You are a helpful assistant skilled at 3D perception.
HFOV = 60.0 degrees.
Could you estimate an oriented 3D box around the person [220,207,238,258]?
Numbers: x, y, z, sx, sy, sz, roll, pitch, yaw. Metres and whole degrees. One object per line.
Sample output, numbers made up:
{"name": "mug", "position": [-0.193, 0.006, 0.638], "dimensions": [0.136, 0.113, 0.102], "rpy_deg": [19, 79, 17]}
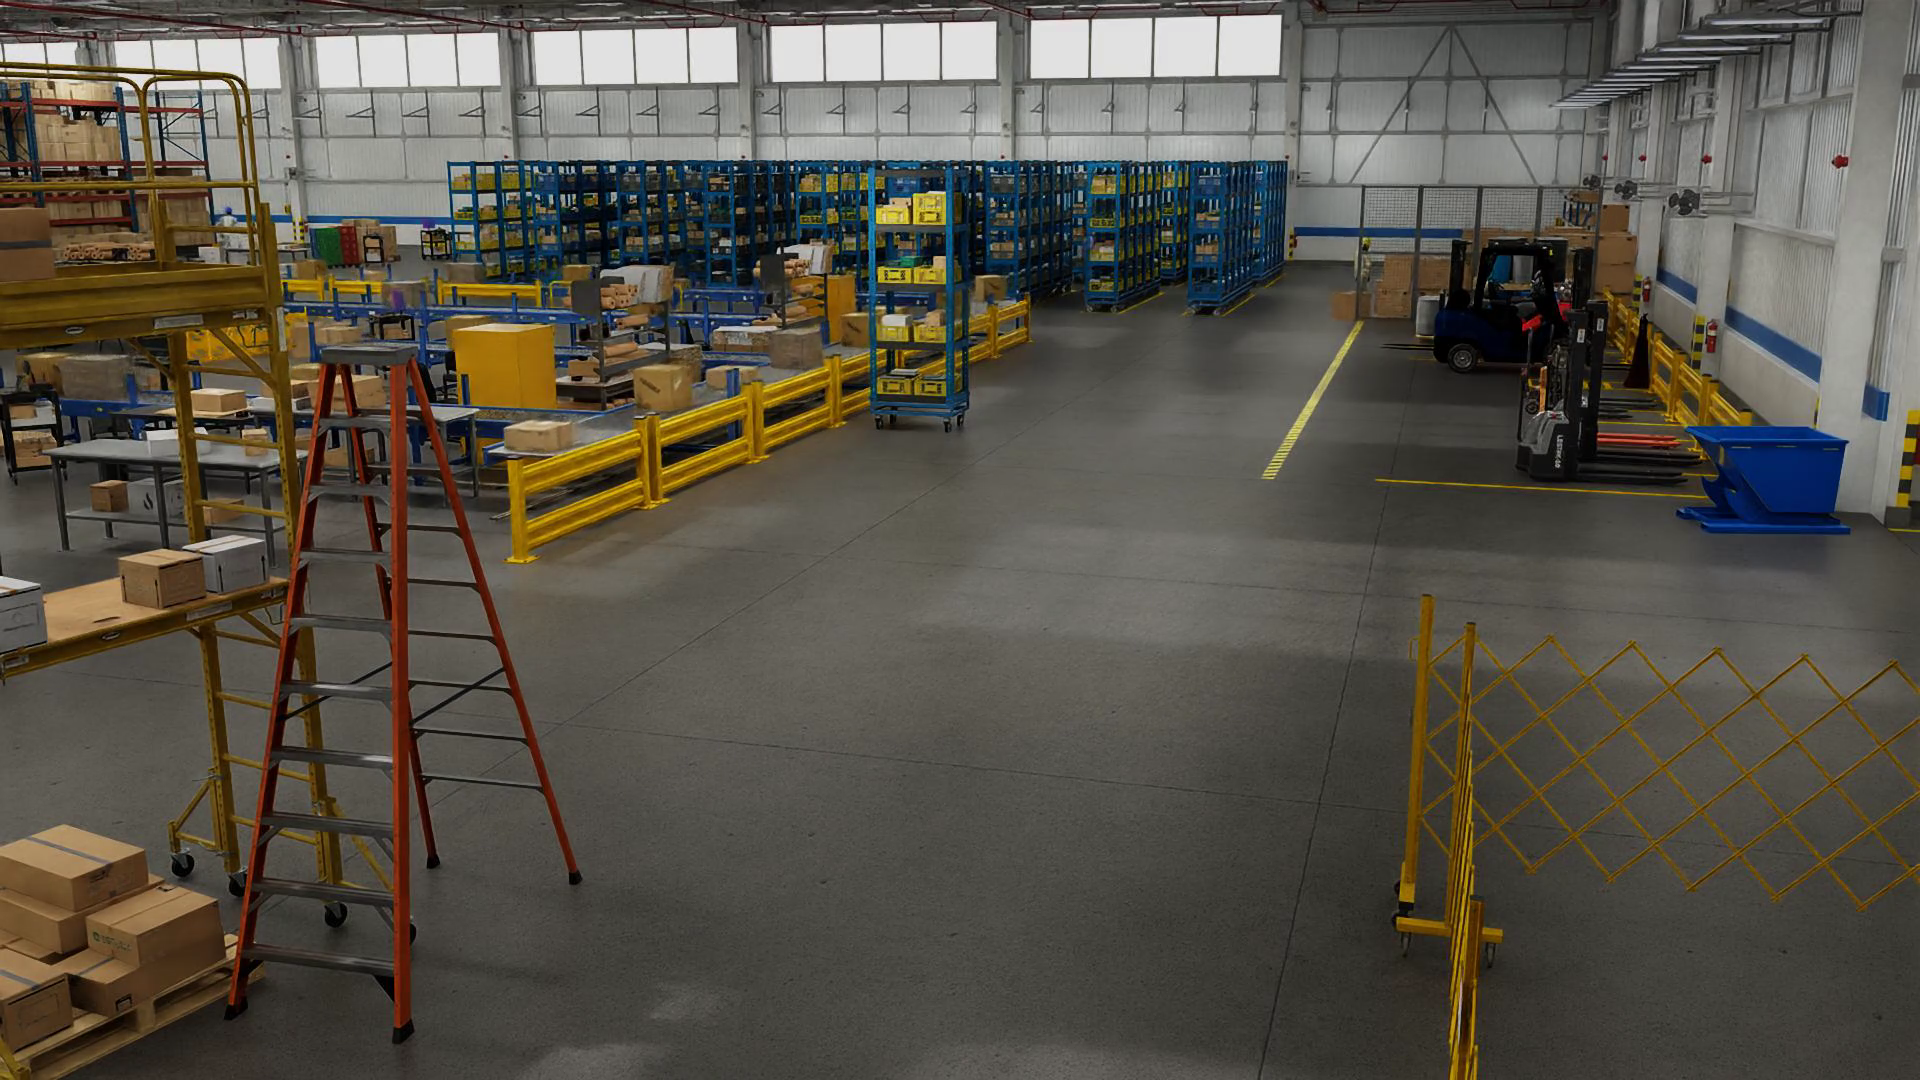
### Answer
{"name": "person", "position": [-26.628, -11.157, 60.601], "dimensions": [0.610, 1.912, 0.957], "rpy_deg": [-3, 13, -13]}

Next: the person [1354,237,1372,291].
{"name": "person", "position": [9.790, -6.444, 40.416], "dimensions": [0.403, 1.823, 0.586], "rpy_deg": [11, 17, 40]}

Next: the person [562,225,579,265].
{"name": "person", "position": [-12.176, -9.147, 51.846], "dimensions": [1.036, 1.949, 0.614], "rpy_deg": [-1, 13, -5]}

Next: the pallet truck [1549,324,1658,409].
{"name": "pallet truck", "position": [9.824, -2.669, 25.407], "dimensions": [1.601, 1.201, 0.680], "rpy_deg": [4, 14, 16]}

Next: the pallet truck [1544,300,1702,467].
{"name": "pallet truck", "position": [8.263, -1.952, 20.631], "dimensions": [1.885, 1.965, 0.823], "rpy_deg": [5, 14, 20]}

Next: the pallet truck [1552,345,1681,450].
{"name": "pallet truck", "position": [8.641, -1.896, 21.908], "dimensions": [1.630, 1.274, 0.653], "rpy_deg": [4, 14, 16]}

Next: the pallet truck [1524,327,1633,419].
{"name": "pallet truck", "position": [9.065, -2.460, 24.370], "dimensions": [1.522, 1.261, 0.704], "rpy_deg": [3, 13, 14]}

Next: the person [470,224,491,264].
{"name": "person", "position": [-14.656, -8.878, 50.863], "dimensions": [0.542, 1.865, 0.723], "rpy_deg": [9, 16, 35]}

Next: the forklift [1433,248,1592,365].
{"name": "forklift", "position": [9.780, -4.111, 29.280], "dimensions": [2.680, 1.987, 1.157], "rpy_deg": [3, 13, 14]}

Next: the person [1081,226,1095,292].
{"name": "person", "position": [3.577, -7.818, 46.297], "dimensions": [0.396, 1.847, 0.565], "rpy_deg": [1, 13, 5]}

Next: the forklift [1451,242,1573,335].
{"name": "forklift", "position": [10.464, -4.597, 31.405], "dimensions": [2.680, 1.987, 1.157], "rpy_deg": [4, 14, 16]}

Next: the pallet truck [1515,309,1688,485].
{"name": "pallet truck", "position": [7.554, -1.677, 19.446], "dimensions": [1.885, 1.965, 0.823], "rpy_deg": [3, 13, 14]}
